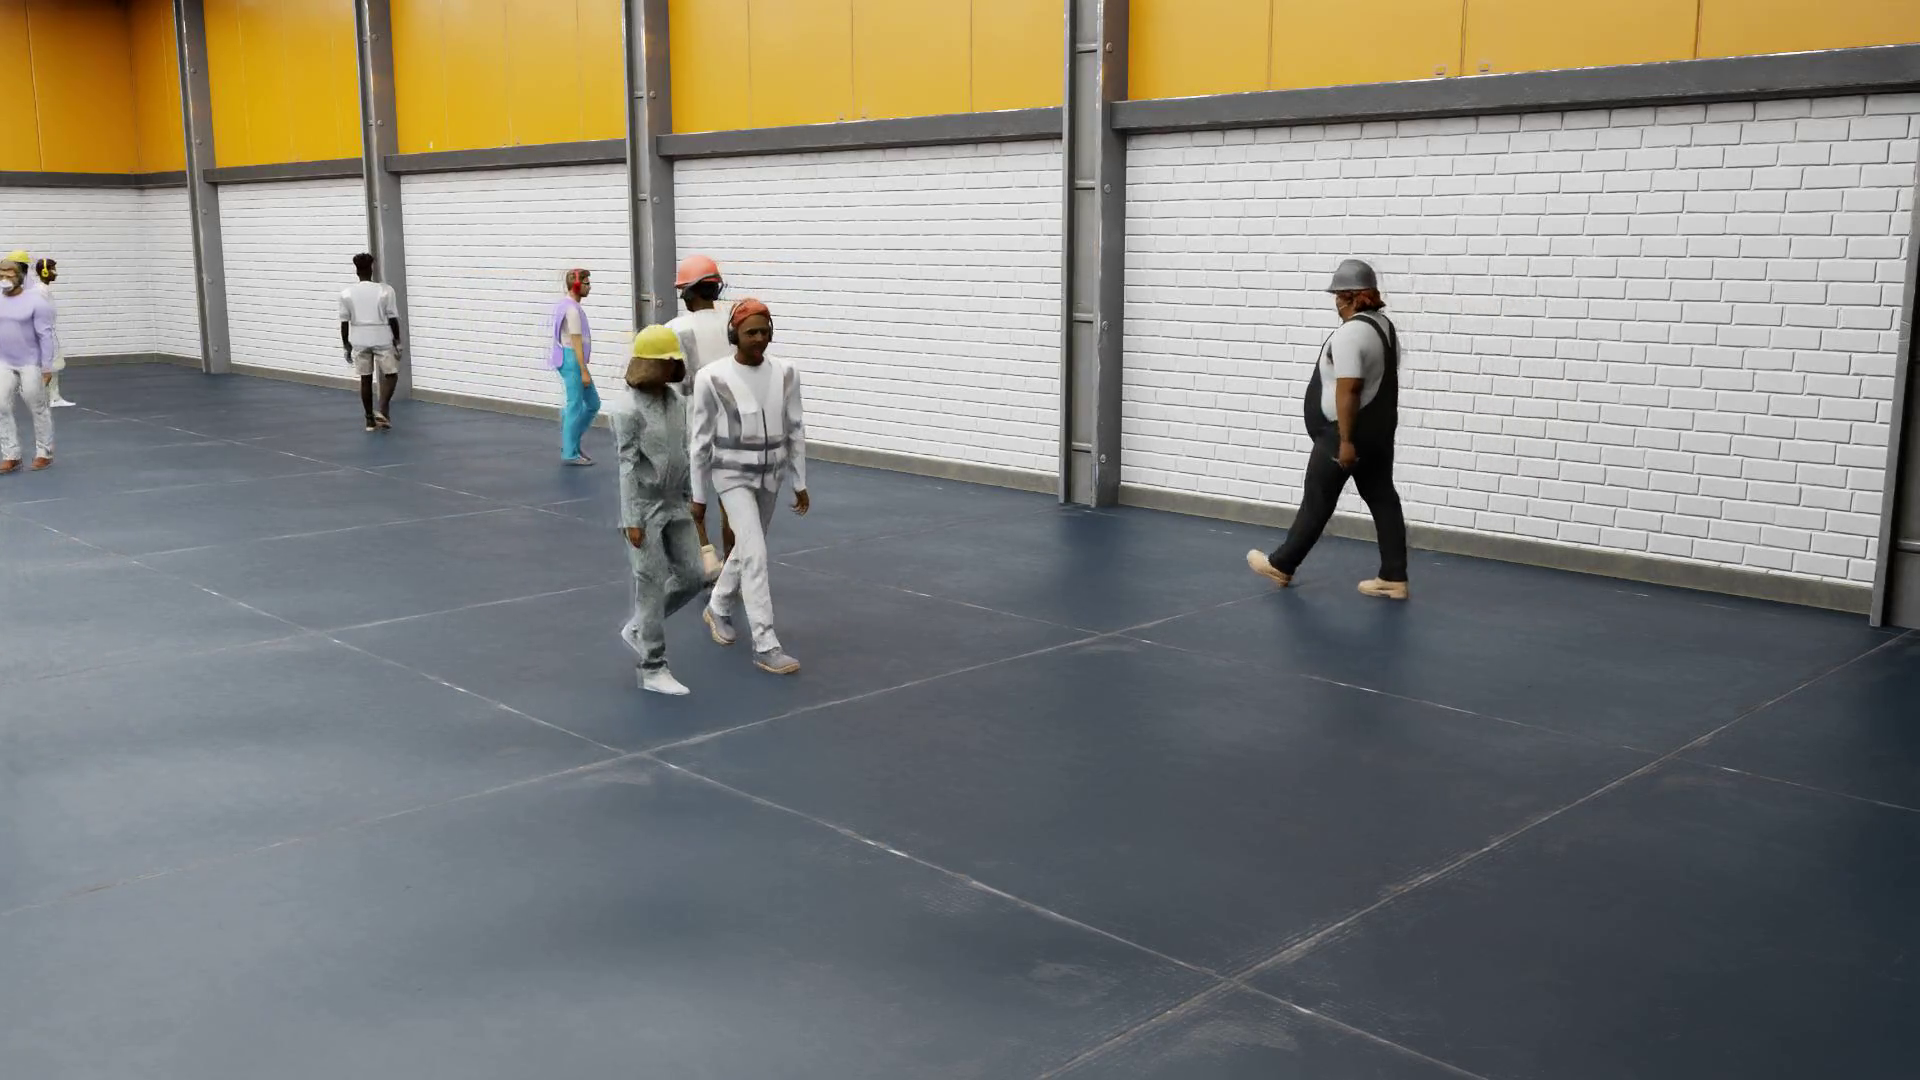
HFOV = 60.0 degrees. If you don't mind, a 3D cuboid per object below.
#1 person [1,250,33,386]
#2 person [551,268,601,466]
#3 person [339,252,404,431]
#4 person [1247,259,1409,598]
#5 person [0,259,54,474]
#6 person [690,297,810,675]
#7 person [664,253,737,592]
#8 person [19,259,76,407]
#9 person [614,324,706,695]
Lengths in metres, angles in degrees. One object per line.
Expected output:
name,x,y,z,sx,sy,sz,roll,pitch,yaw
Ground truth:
person,-13.211,-3.118,23.455,0.593,1.925,0.384,4,11,23
person,-3.540,-1.582,15.338,0.450,1.827,0.583,-2,11,-10
person,-6.386,-2.146,18.076,0.657,1.953,0.550,-1,10,-7
person,2.260,-0.685,9.882,1.011,2.000,0.705,8,13,39
person,-8.451,-1.542,14.900,0.655,1.908,0.747,0,10,-2
person,-1.106,-0.302,8.362,0.574,1.849,0.965,-9,14,-40
person,-1.483,-0.661,9.803,0.629,2.027,0.443,-7,13,-34
person,-11.354,-2.546,20.583,0.536,1.849,0.504,-8,13,-36
person,-1.434,-0.140,7.770,0.421,1.732,0.486,6,12,29
